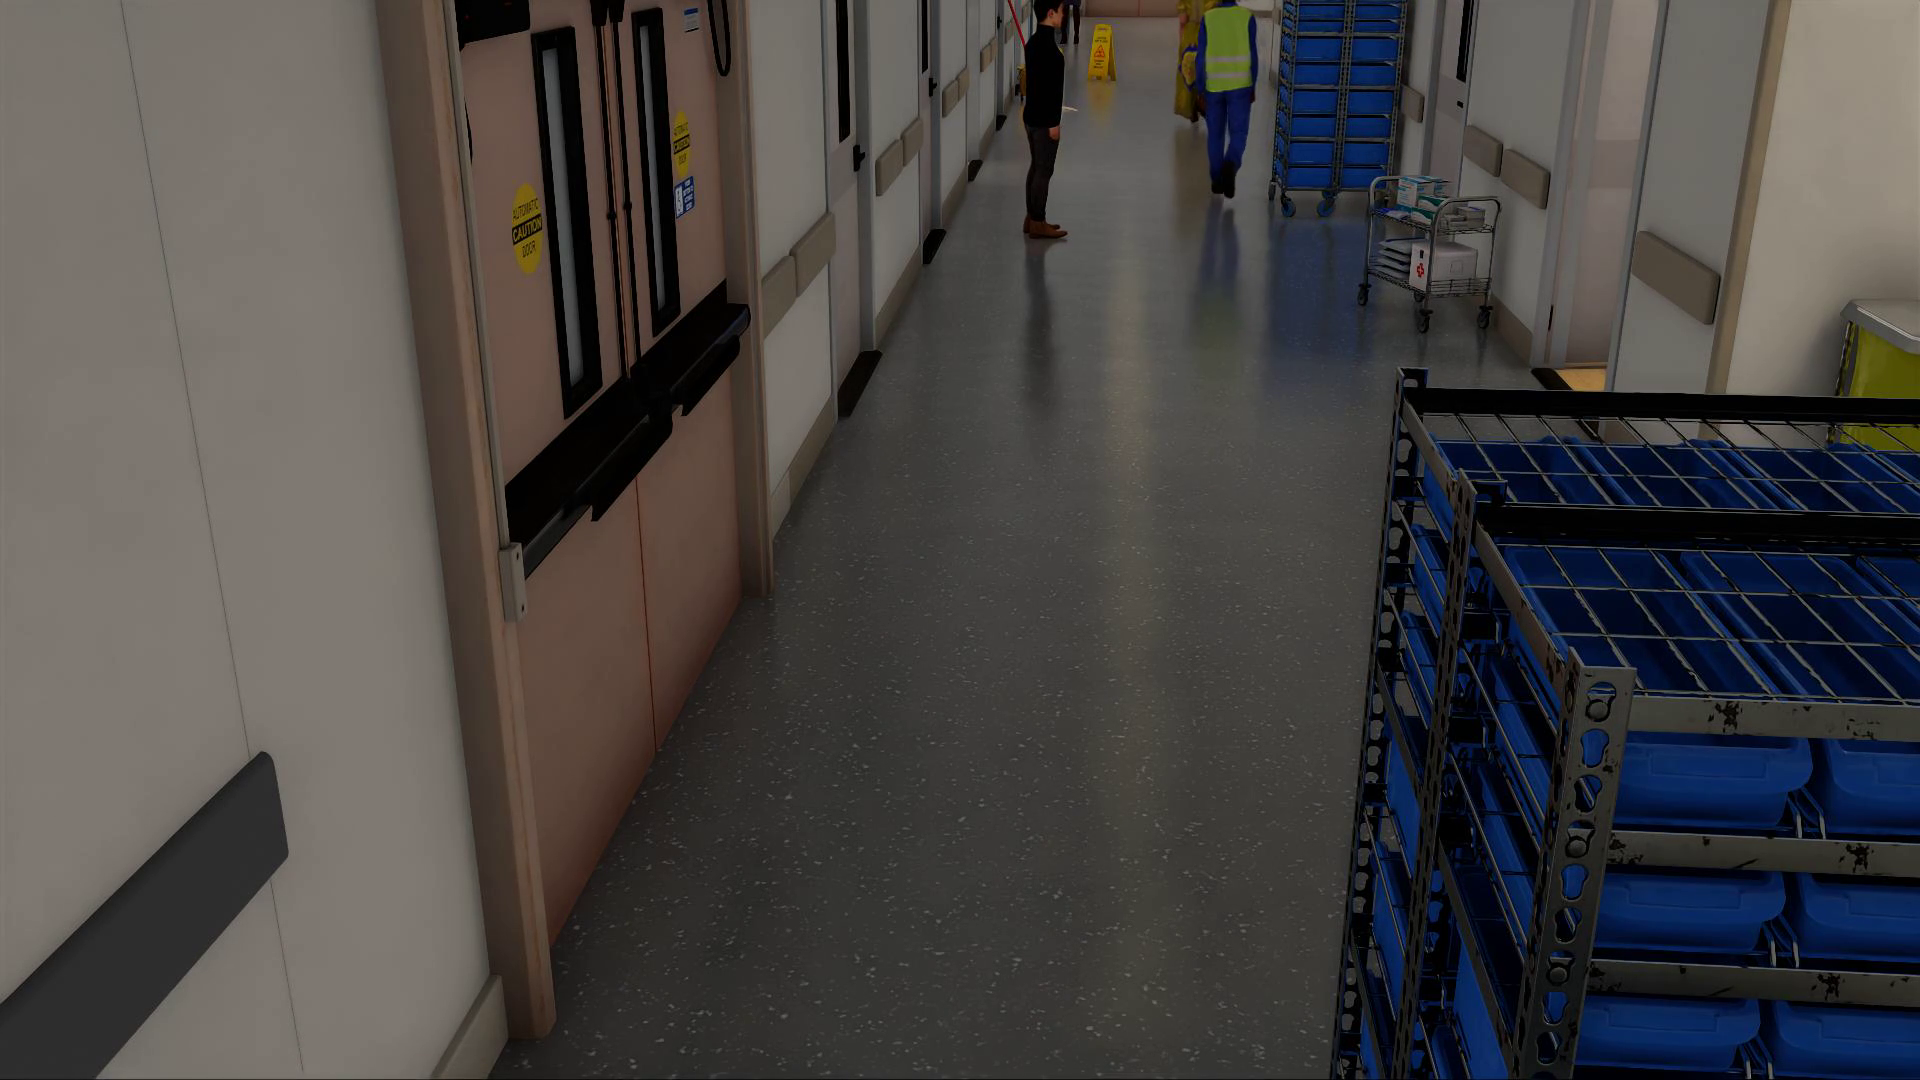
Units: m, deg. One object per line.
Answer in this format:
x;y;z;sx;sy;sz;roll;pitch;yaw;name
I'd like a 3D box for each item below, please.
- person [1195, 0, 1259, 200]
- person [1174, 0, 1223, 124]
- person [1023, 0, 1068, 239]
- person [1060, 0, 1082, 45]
2.172;-3.670;13.497;0.740;1.794;1.082;4;21;10;person
2.642;-5.426;18.339;0.785;1.648;0.948;5;21;13;person
0.597;-3.070;12.015;0.752;1.722;0.563;-3;21;-9;person
1.984;-9.724;29.600;0.633;1.709;0.566;6;22;15;person
